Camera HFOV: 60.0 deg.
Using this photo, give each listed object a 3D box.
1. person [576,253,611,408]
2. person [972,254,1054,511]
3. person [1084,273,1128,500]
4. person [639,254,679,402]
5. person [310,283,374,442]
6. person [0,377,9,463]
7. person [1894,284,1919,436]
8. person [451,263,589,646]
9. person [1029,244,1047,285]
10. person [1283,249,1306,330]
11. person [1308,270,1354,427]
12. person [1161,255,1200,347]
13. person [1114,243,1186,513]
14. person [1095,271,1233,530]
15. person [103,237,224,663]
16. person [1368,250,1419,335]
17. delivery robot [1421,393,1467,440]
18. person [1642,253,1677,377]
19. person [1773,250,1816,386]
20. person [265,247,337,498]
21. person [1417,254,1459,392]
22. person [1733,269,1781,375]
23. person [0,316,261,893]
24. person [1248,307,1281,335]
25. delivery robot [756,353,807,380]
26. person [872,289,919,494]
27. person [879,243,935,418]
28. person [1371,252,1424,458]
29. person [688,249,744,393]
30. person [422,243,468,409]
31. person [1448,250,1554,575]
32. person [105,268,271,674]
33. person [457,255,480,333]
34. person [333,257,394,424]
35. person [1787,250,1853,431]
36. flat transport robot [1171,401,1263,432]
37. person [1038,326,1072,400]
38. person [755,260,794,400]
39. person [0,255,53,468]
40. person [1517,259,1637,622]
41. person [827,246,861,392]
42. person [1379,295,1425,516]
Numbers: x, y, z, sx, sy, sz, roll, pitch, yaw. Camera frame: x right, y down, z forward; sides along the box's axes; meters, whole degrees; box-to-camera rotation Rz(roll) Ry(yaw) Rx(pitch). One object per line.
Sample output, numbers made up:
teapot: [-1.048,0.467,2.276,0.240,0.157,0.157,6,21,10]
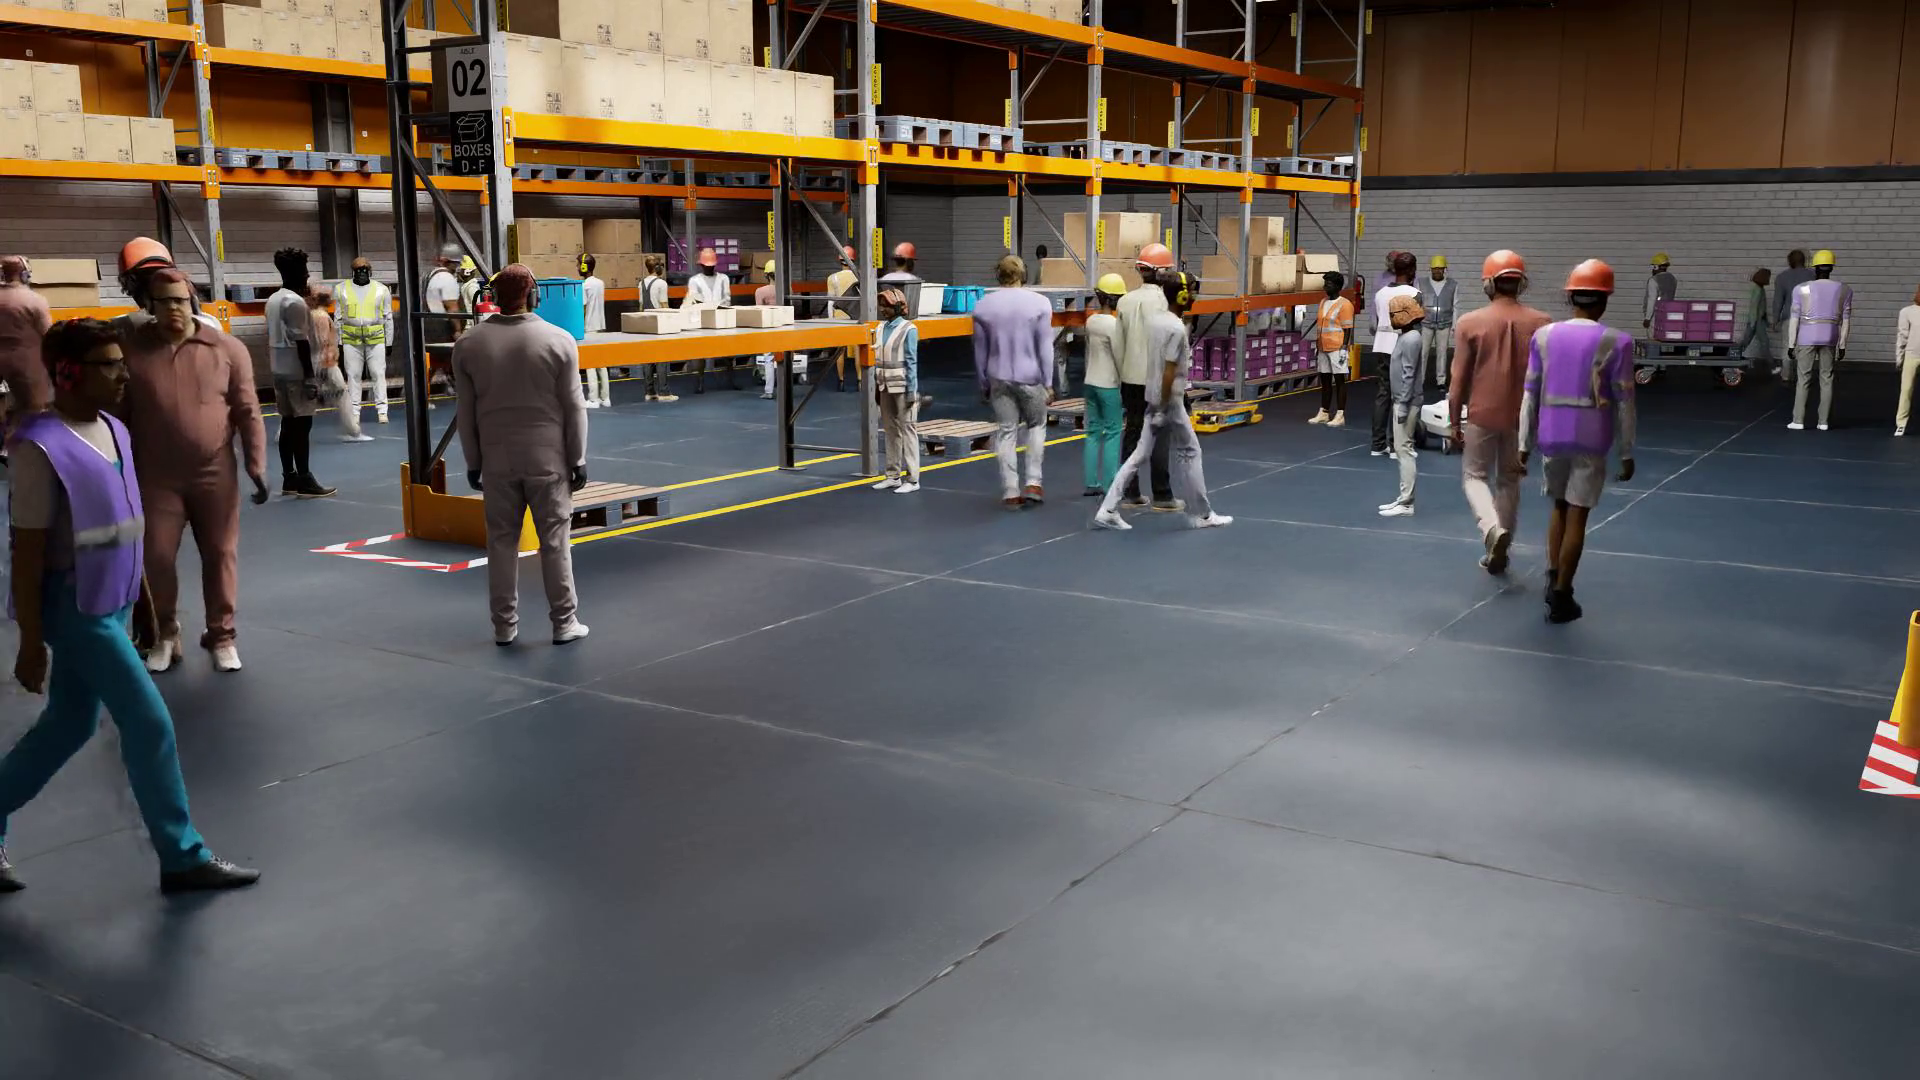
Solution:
person: [-4.449,-2.516,20.080,0.318,1.862,0.514,4,11,21]
person: [0.415,-1.183,12.534,0.649,1.911,0.569,3,11,17]
person: [1.159,-1.189,12.992,0.330,1.767,0.524,-5,11,-26]
person: [-3.794,-2.645,20.833,0.511,1.845,0.341,8,13,37]
person: [-6.344,-1.746,16.502,0.830,1.604,0.510,-7,13,-35]
person: [-8.873,-1.660,15.129,0.546,1.934,0.376,1,10,7]
person: [9.896,-1.860,17.100,0.502,1.626,0.283,5,11,24]
person: [-2.167,-0.415,8.308,0.639,1.908,0.409,0,10,-1]
person: [1.544,-4.604,31.424,0.634,1.939,0.365,-8,13,-38]
person: [5.301,-3.655,26.355,0.348,1.879,0.591,9,14,41]
person: [4.053,-2.081,18.120,0.319,1.695,0.534,-5,11,-26]
person: [3.007,-3.041,23.074,0.623,1.835,0.430,0,10,2]
person: [1.431,-1.204,12.426,0.383,1.996,0.609,-10,14,-44]
person: [1.411,-0.956,11.568,0.992,1.823,0.502,-4,11,-21]
person: [-3.820,-0.425,8.008,0.392,2.034,0.605,9,14,41]
person: [5.805,-2.930,22.286,0.658,1.892,0.426,3,11,18]
delivery robot: [4.698,-1.166,15.952,0.477,0.478,0.707,-1,10,-6]
person: [10.362,-3.341,24.722,0.600,1.830,0.404,-7,12,-34]
person: [11.402,-2.992,22.655,0.670,1.879,1.003,4,11,20]
person: [-5.229,-1.313,13.110,0.367,1.967,0.602,-9,14,-42]
person: [6.335,-2.880,22.166,0.601,1.830,0.403,2,10,11]
person: [12.063,-3.282,25.057,0.852,1.584,0.517,5,11,26]
person: [-2.728,0.220,5.086,0.929,1.808,0.572,-1,10,-8]
person: [4.567,-3.476,25.350,0.984,1.864,0.648,-8,13,-37]
delivery robot: [-2.473,-2.464,23.144,0.707,0.478,0.477,-9,13,-40]
person: [-0.512,-1.193,13.374,0.311,1.634,0.519,-9,13,-40]
person: [-0.621,-2.409,19.141,0.632,1.980,1.062,9,13,40]
person: [4.063,-1.712,15.497,0.392,1.911,0.581,-4,11,-22]
person: [-3.259,-2.908,22.140,0.790,1.904,0.585,-4,11,-19]
person: [-6.182,-2.585,19.952,1.030,2.000,0.714,-5,12,-27]
person: [3.224,-0.727,9.867,0.625,1.972,0.713,0,10,2]
person: [-3.615,-0.318,7.802,0.682,1.897,0.434,-5,12,-27]
person: [-6.135,-2.638,20.820,0.404,1.835,0.588,-5,11,-24]
person: [-6.576,-2.193,18.370,0.624,1.837,0.429,-3,11,-16]
person: [9.146,-2.122,17.744,0.588,1.919,0.401,2,11,13]
flat transport robot: [2.700,-1.345,17.989,0.652,0.197,1.431,6,12,31]
person: [1.078,-2.483,20.344,0.813,1.702,0.520,-9,14,-41]
person: [-2.363,-2.671,21.185,0.525,1.772,0.309,-6,12,-29]
person: [-7.984,-1.482,14.244,0.651,1.892,0.430,3,11,18]
person: [3.317,-0.526,8.873,0.580,1.916,0.568,10,14,43]
person: [-1.492,-2.941,22.211,0.542,1.939,0.364,0,10,-1]
person: [3.265,-0.991,12.278,0.295,1.622,0.510,2,10,8]
